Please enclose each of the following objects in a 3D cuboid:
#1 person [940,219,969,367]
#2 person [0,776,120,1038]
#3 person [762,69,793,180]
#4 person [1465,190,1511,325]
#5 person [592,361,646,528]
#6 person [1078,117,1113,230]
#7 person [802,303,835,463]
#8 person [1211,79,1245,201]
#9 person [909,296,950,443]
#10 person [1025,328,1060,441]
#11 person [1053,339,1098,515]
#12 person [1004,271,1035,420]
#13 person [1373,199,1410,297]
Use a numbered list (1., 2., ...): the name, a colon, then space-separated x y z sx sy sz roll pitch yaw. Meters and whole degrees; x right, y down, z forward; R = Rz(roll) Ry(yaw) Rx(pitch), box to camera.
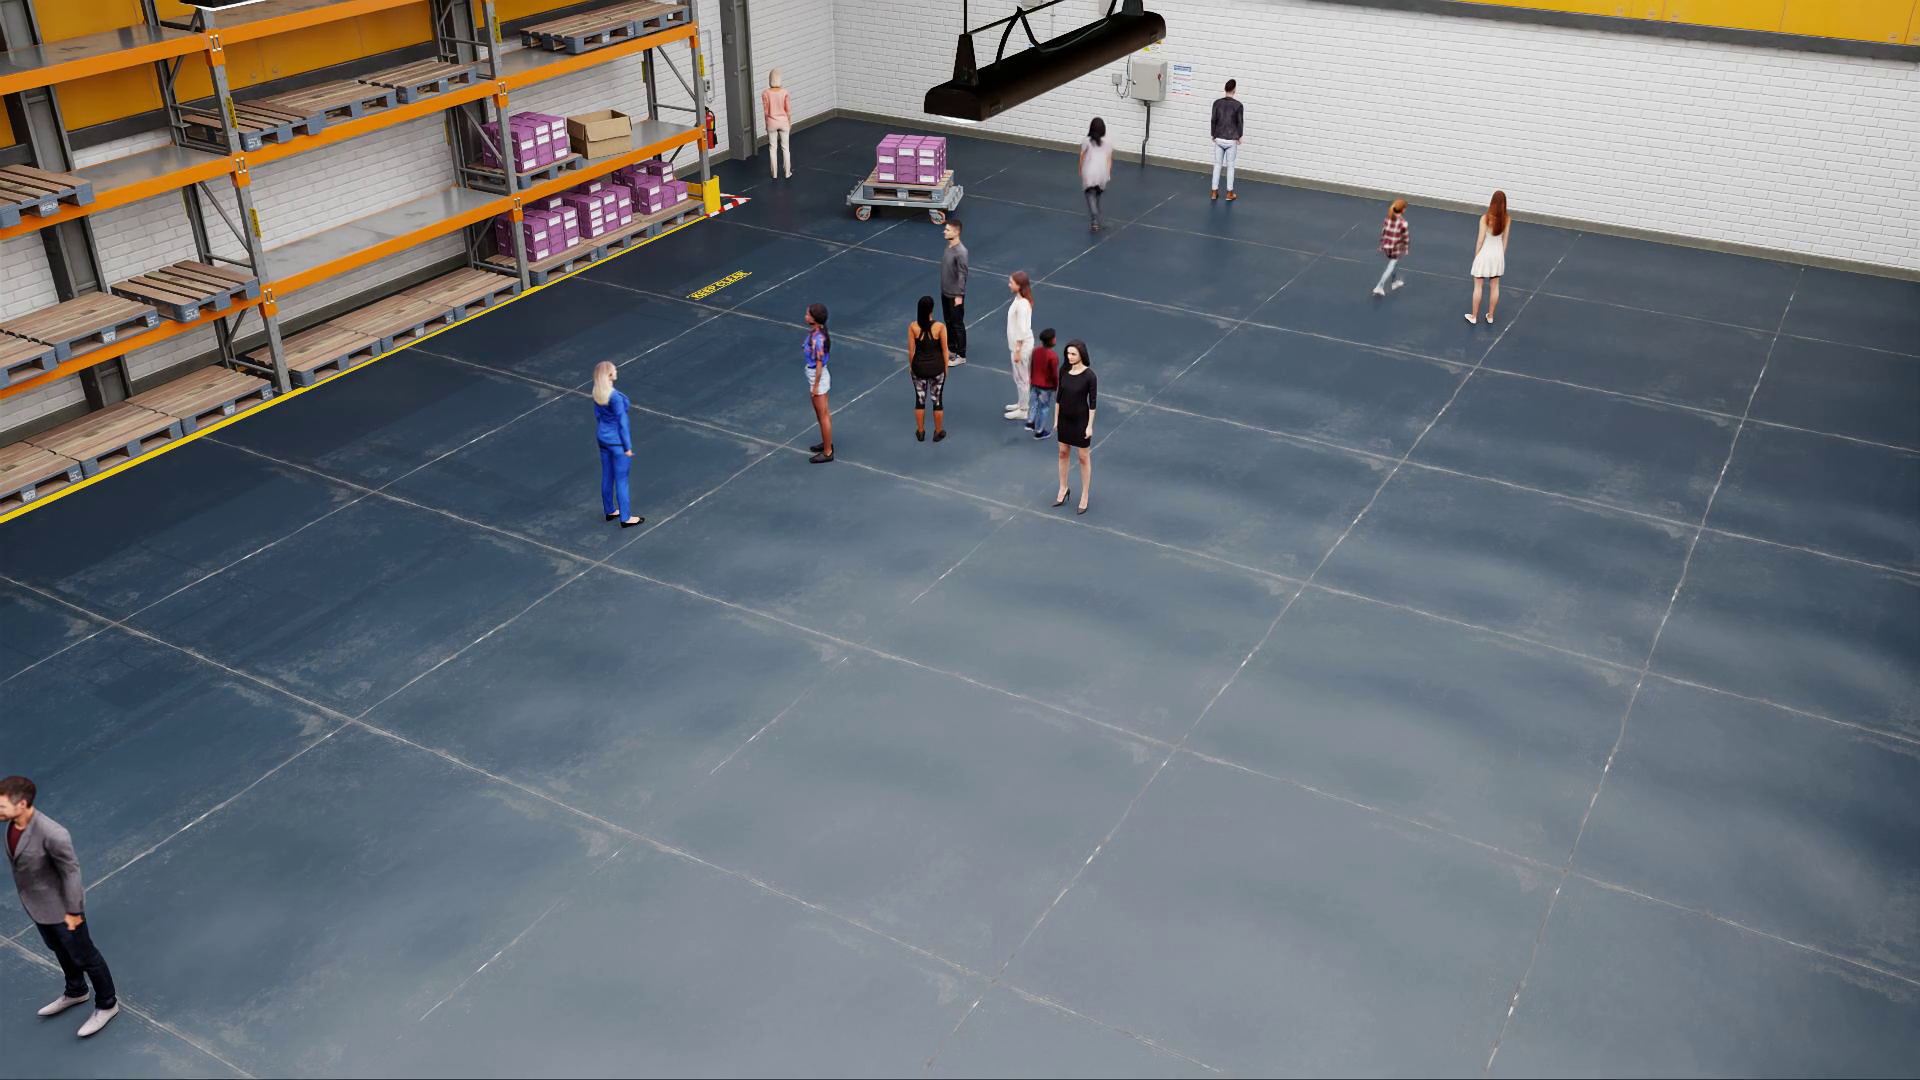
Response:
1. person: -0.075 -2.955 19.765 0.715 1.761 0.702 -14 32 -24
2. person: -5.560 2.202 10.194 0.674 1.874 0.584 16 33 27
3. person: -2.918 -6.661 26.597 0.686 1.725 0.715 -3 29 -6
4. person: 6.672 -3.563 20.932 0.647 1.712 0.679 -1 29 -2
5. person: -3.365 -0.941 16.137 0.631 1.700 0.670 -25 37 -38
6. person: 1.980 -5.329 24.315 1.052 1.573 1.115 -7 29 -13
7. person: -1.473 -1.657 17.406 0.731 1.743 0.628 -1 29 -3
8. person: 4.088 -6.148 25.542 0.674 1.836 0.558 12 31 21
9. person: -0.341 -1.850 17.846 0.648 1.660 0.641 3 29 5
10. person: 0.849 -1.663 17.946 0.660 1.236 0.620 -20 34 -32
11. person: 1.135 -1.130 16.374 0.607 1.805 0.513 19 34 31
12. person: 0.682 -2.164 18.392 0.753 1.688 0.650 0 29 0
13. person: 5.670 -3.832 21.874 0.977 1.282 0.739 -21 35 -34
